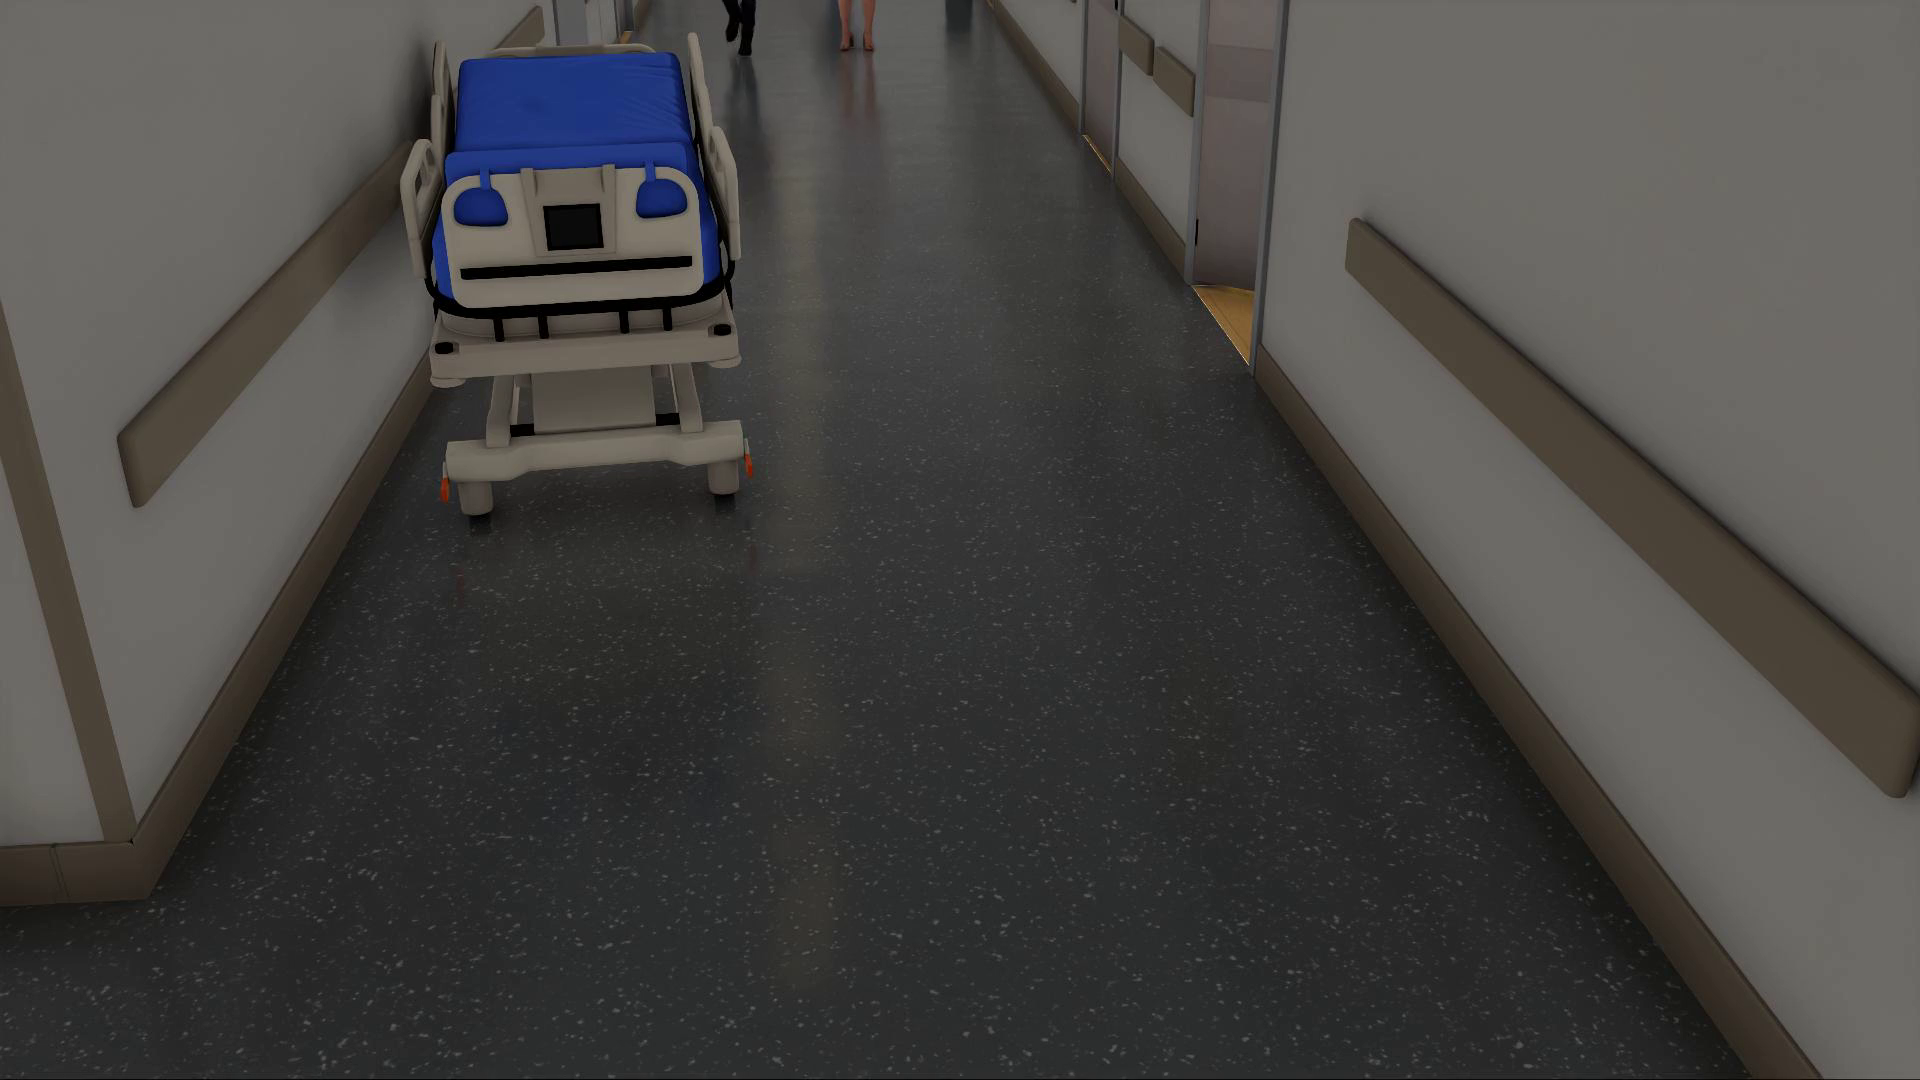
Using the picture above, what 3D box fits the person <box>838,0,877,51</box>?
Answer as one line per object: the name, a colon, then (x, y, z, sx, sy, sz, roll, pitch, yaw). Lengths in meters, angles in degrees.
person: (-0.879, -5.104, 14.204, 0.604, 1.774, 0.734, 1, 26, 2)
